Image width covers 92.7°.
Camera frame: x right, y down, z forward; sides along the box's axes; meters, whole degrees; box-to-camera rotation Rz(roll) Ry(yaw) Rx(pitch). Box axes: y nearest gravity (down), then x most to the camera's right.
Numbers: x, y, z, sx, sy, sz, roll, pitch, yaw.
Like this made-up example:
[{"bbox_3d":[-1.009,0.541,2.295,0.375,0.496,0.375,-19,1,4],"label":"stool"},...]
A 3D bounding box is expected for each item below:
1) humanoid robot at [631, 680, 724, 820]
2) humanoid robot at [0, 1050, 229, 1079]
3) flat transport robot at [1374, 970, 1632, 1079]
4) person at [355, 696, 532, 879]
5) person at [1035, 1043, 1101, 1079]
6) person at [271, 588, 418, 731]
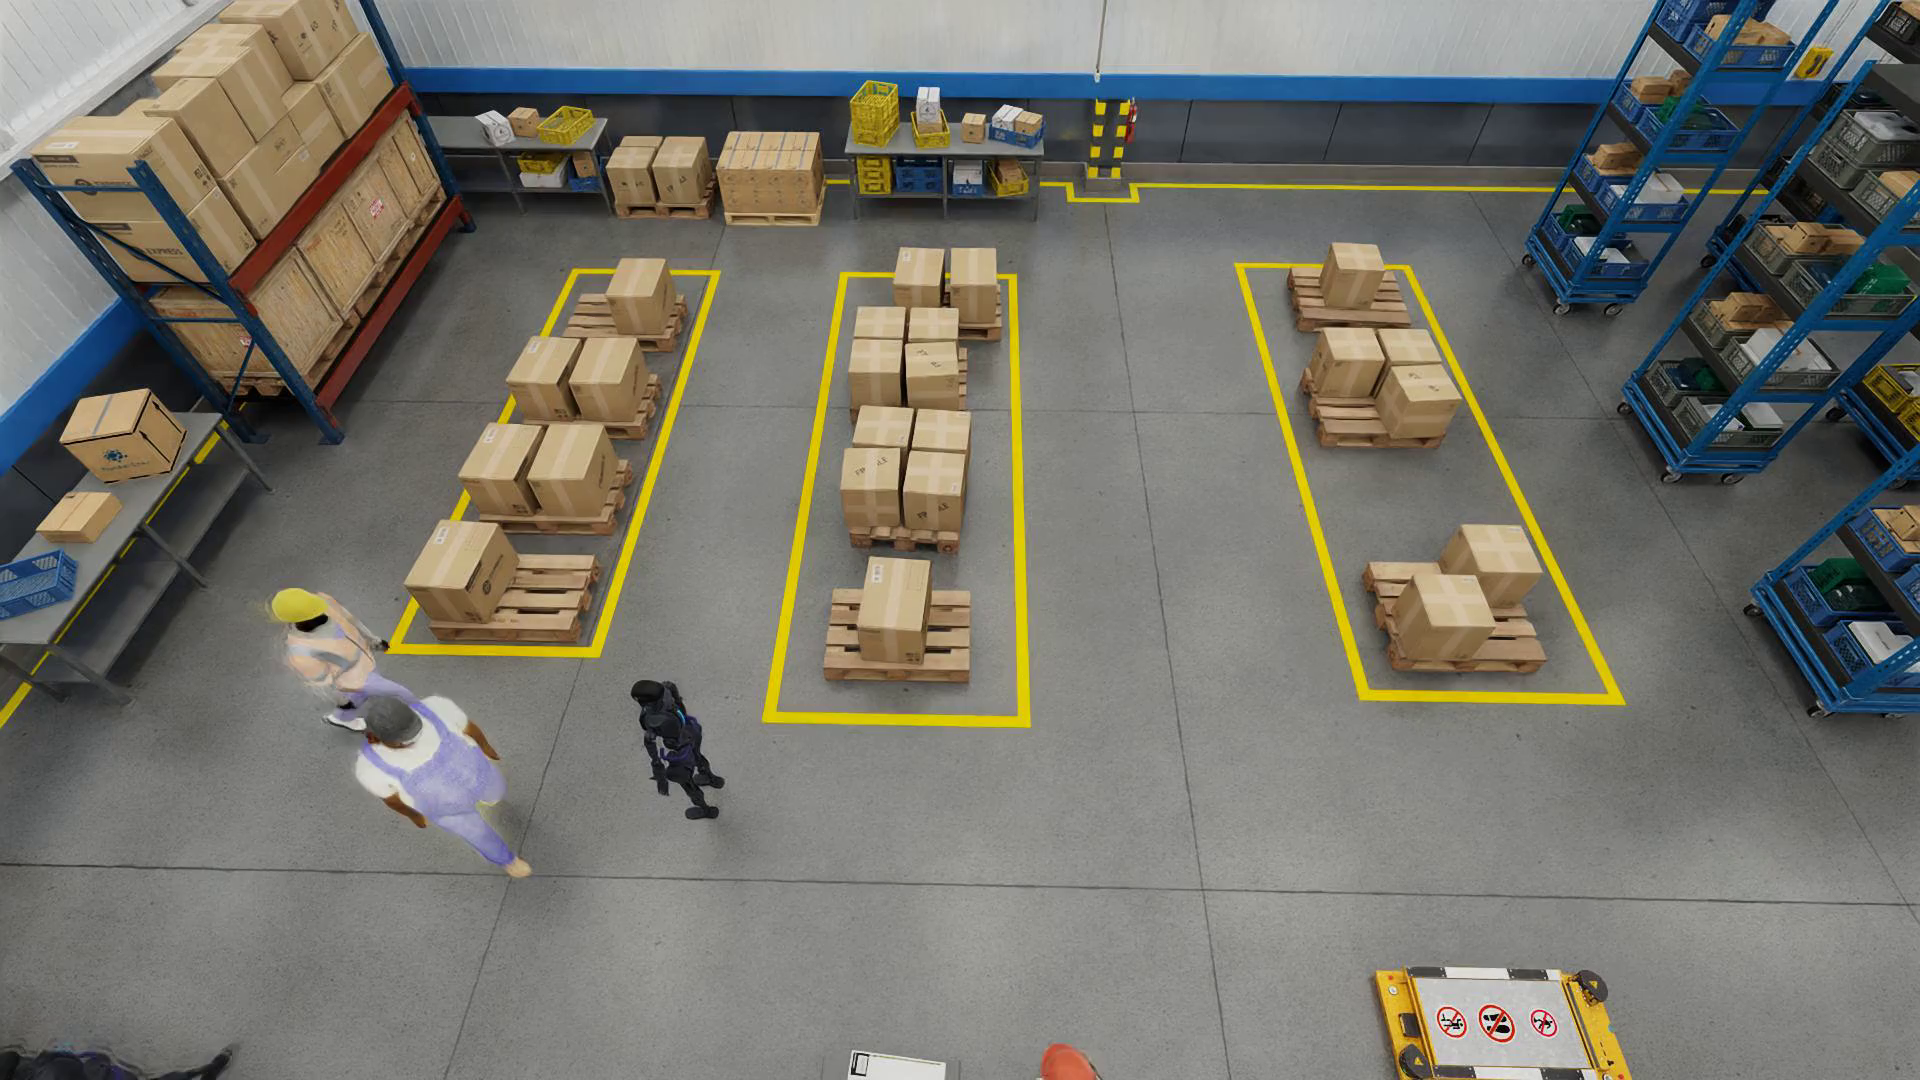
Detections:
[{"bbox_3d":[-1.976,1.456,6.388,0.324,1.652,0.556,3,51,2],"label":"humanoid robot"},{"bbox_3d":[-4.778,3.071,5.092,0.580,1.637,0.661,20,54,16],"label":"humanoid robot"},{"bbox_3d":[3.501,3.133,5.914,1.431,0.197,0.652,1,51,1],"label":"flat transport robot"},{"bbox_3d":[-3.431,1.554,6.077,0.798,2.000,0.687,26,55,20],"label":"person"},{"bbox_3d":[0.586,2.946,4.998,0.652,1.949,0.752,3,51,2],"label":"person"},{"bbox_3d":[-4.496,0.933,6.682,0.893,1.885,0.581,-11,52,-9],"label":"person"}]
